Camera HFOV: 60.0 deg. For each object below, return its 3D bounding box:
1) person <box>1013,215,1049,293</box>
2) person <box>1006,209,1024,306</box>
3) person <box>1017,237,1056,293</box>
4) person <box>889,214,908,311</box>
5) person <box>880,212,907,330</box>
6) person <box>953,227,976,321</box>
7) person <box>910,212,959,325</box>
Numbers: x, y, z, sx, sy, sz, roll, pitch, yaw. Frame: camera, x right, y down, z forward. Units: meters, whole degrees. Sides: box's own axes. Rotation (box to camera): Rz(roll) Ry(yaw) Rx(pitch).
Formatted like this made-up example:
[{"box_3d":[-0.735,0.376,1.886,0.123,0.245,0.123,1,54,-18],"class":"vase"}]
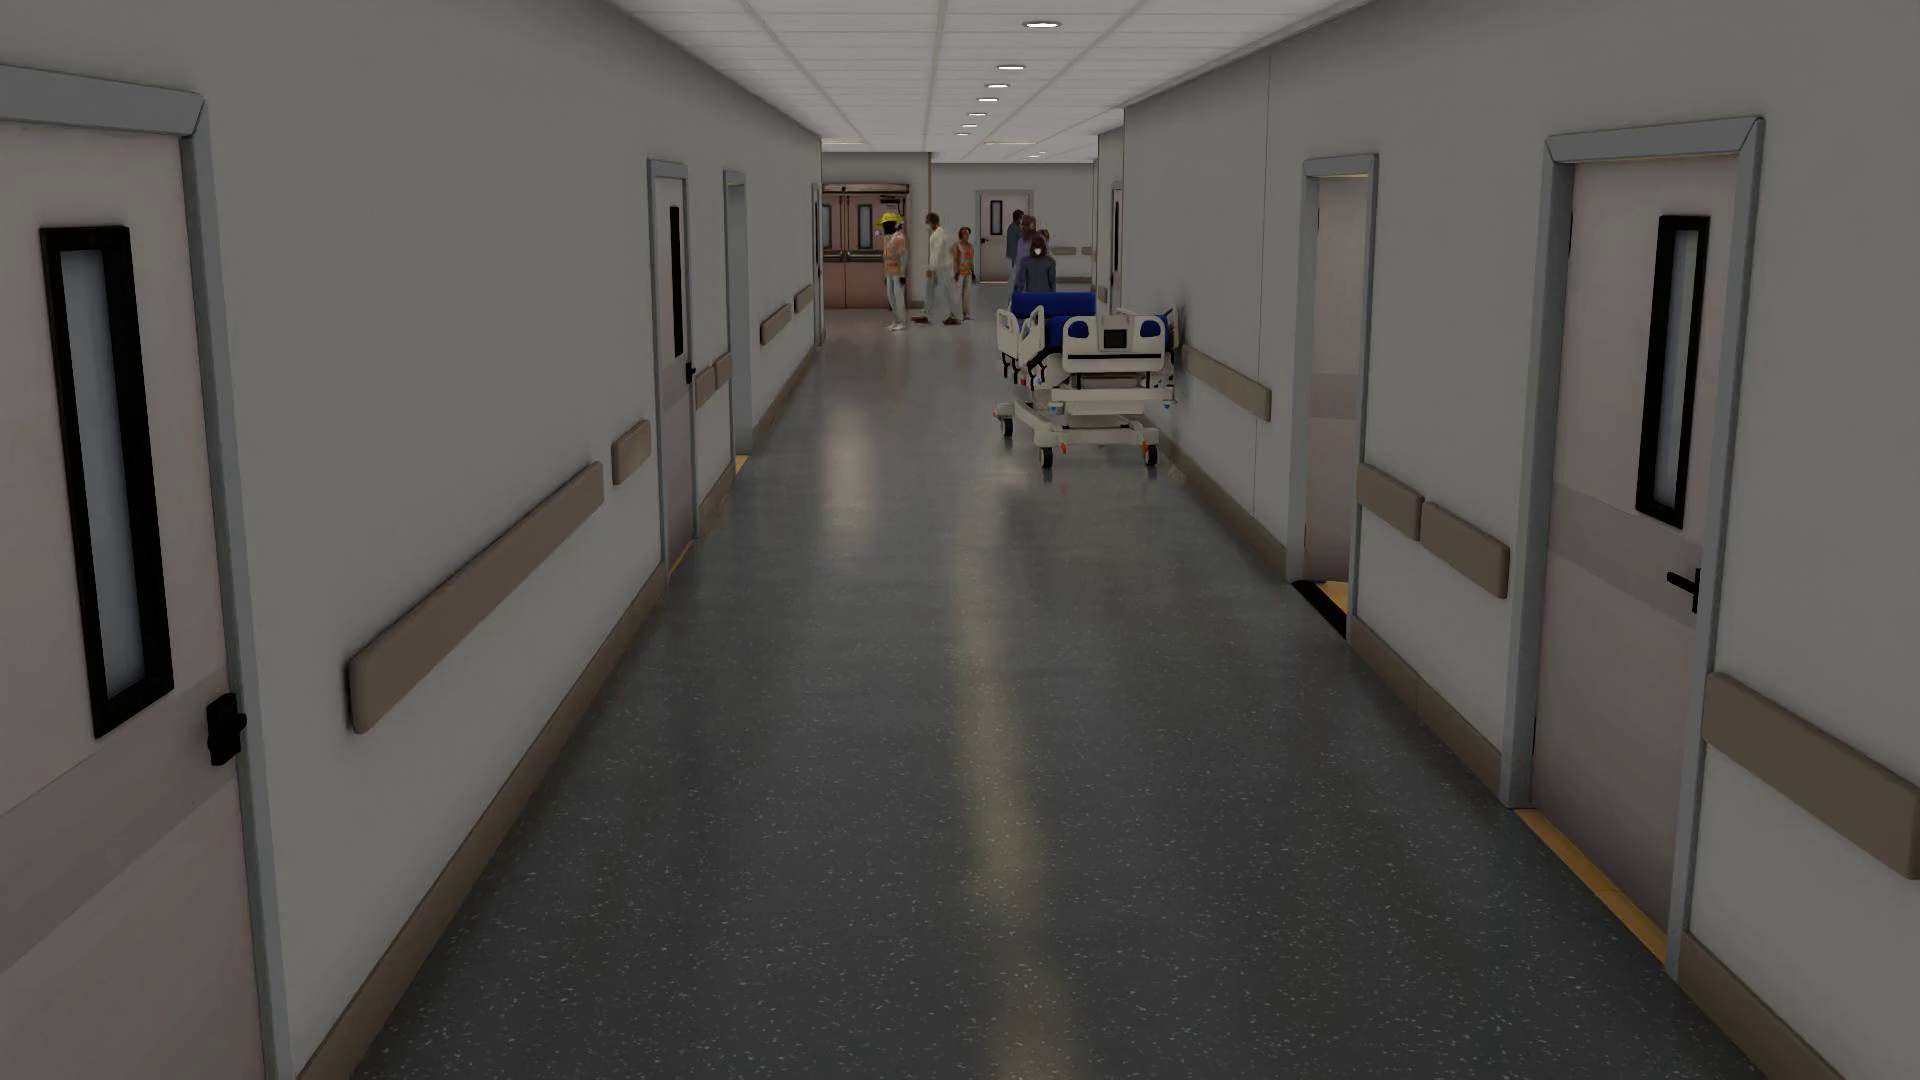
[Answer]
[{"box_3d":[0.986,-3.783,24.285,0.505,1.890,0.680,-7,13,-30],"class":"person"},{"box_3d":[1.100,-5.519,32.677,0.386,1.928,0.641,3,12,12],"class":"person"},{"box_3d":[1.043,-3.331,22.792,0.521,1.612,0.662,2,12,10],"class":"person"},{"box_3d":[-1.202,-5.294,31.799,0.403,1.834,0.587,0,12,2],"class":"person"},{"box_3d":[-1.074,-4.390,27.176,0.389,1.923,0.638,-7,14,-32],"class":"person"},{"box_3d":[0.068,-4.701,29.380,0.309,1.641,0.513,10,15,41],"class":"person"},{"box_3d":[-0.446,-4.605,28.279,0.921,1.888,0.664,-2,12,-9],"class":"person"}]
